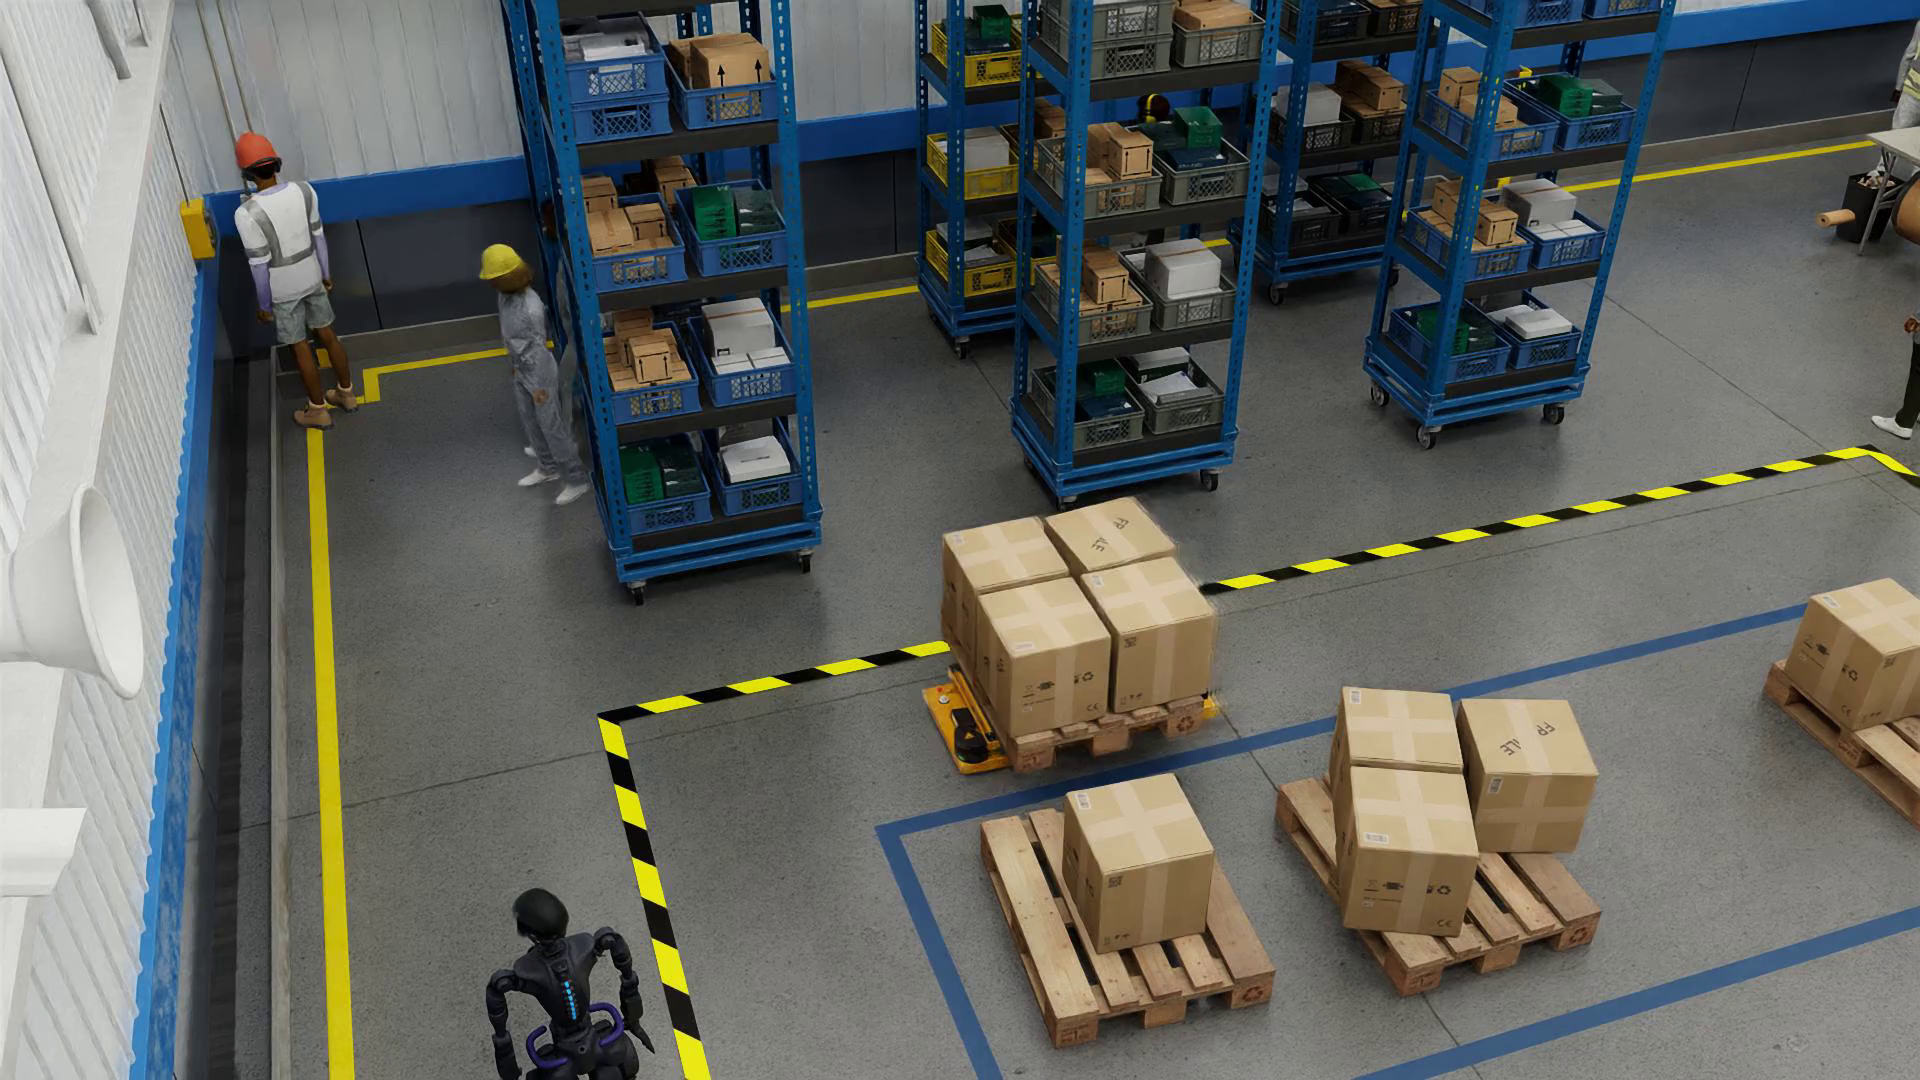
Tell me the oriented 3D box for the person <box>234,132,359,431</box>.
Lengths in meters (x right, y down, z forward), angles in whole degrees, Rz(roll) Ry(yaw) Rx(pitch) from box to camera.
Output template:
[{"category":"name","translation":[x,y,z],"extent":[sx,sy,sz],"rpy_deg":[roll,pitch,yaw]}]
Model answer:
[{"category":"person","translation":[-4.389,-1.681,10.902],"extent":[0.389,2.039,0.610],"rpy_deg":[18,39,23]}]

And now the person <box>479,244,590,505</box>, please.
[{"category":"person","translation":[-2.631,-1.030,10.250],"extent":[0.425,1.723,0.542],"rpy_deg":[-23,41,-29]}]

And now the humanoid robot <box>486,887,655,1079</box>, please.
[{"category":"humanoid robot","translation":[-1.420,1.903,6.123],"extent":[0.599,1.656,0.315],"rpy_deg":[-18,39,-24]}]

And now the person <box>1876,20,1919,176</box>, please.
[{"category":"person","translation":[8.215,-3.779,14.049],"extent":[0.620,1.845,0.431],"rpy_deg":[23,41,29]}]

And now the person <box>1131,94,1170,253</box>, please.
[{"category":"person","translation":[1.356,-2.292,11.921],"extent":[0.328,1.865,0.515],"rpy_deg":[13,37,18]}]

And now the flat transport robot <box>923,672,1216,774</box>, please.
[{"category":"flat transport robot","translation":[0.579,0.821,8.867],"extent":[1.431,0.197,0.652],"rpy_deg":[-11,37,-15]}]

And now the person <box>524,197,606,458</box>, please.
[{"category":"person","translation":[-2.378,-1.341,10.608],"extent":[0.959,1.826,0.530],"rpy_deg":[-1,35,-2]}]

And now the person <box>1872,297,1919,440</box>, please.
[{"category":"person","translation":[6.442,-1.526,10.846],"extent":[0.597,1.849,0.388],"rpy_deg":[-10,36,-14]}]
